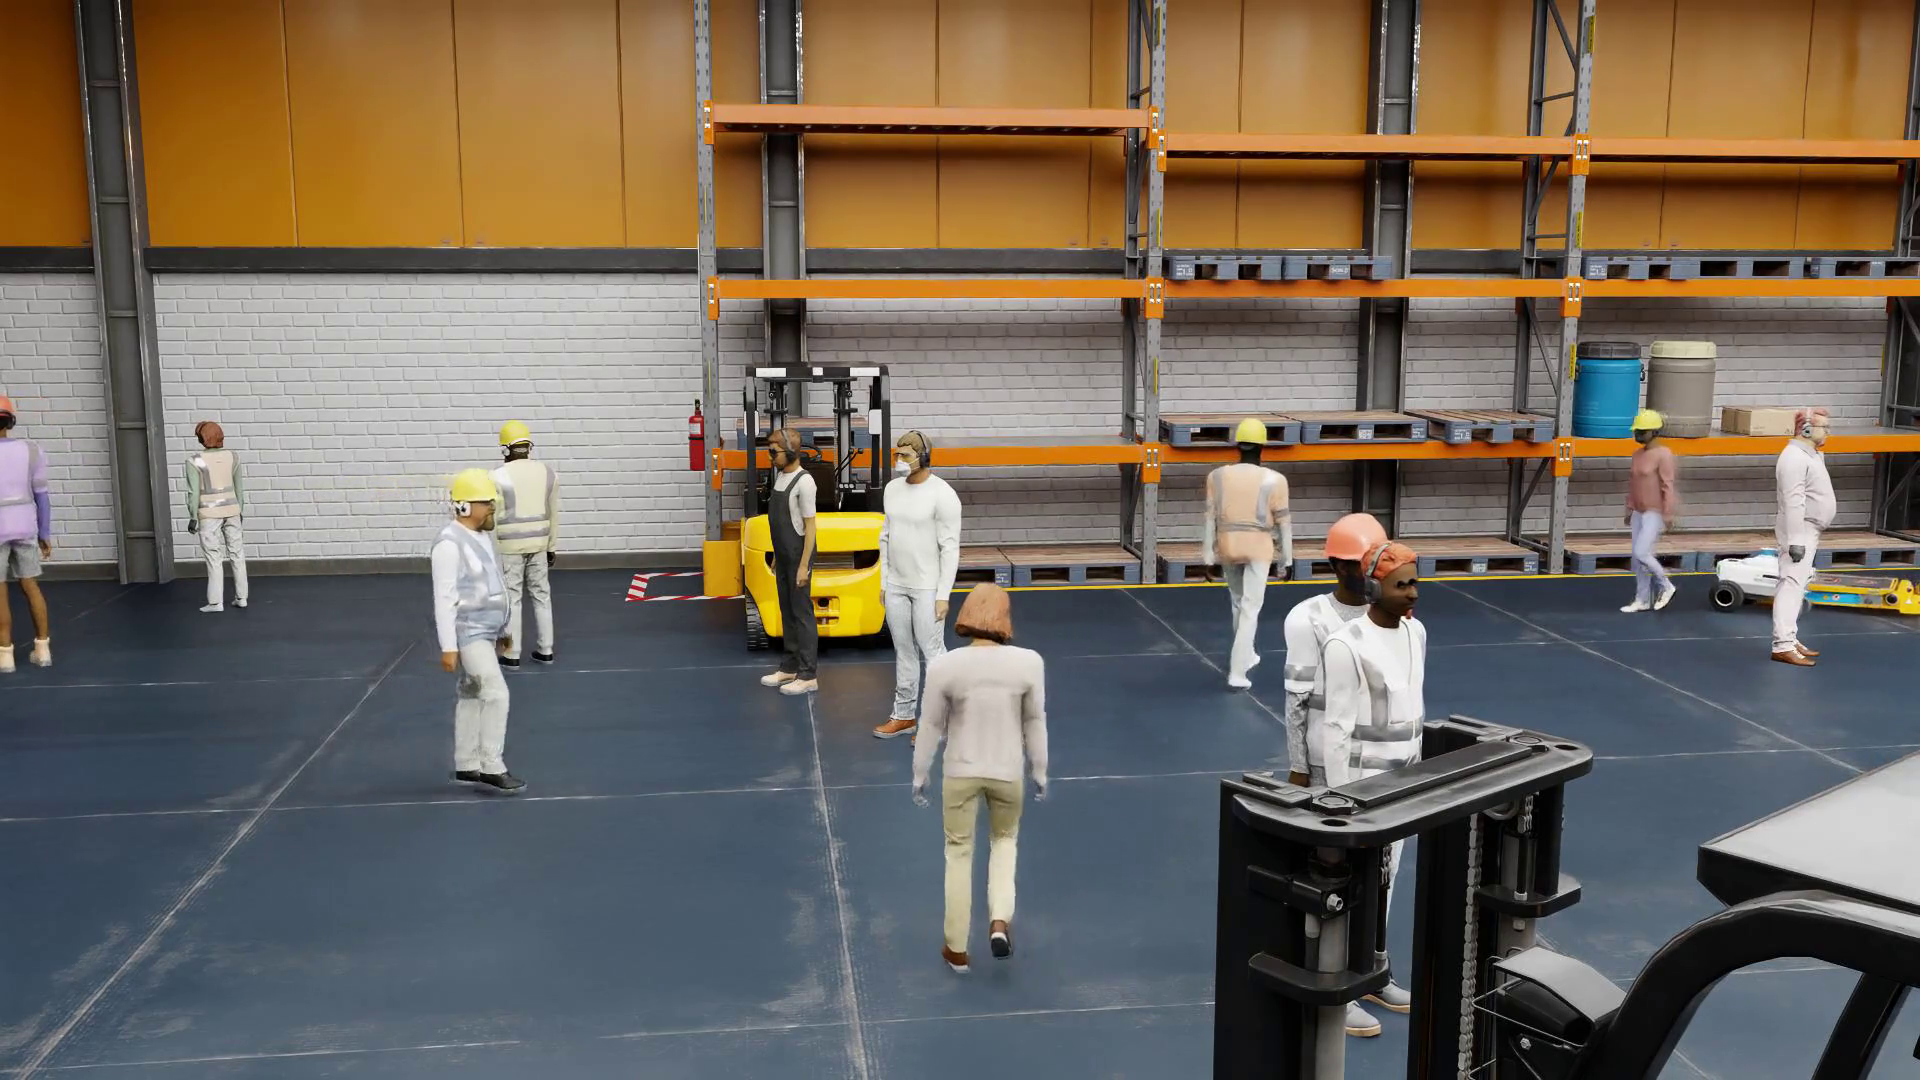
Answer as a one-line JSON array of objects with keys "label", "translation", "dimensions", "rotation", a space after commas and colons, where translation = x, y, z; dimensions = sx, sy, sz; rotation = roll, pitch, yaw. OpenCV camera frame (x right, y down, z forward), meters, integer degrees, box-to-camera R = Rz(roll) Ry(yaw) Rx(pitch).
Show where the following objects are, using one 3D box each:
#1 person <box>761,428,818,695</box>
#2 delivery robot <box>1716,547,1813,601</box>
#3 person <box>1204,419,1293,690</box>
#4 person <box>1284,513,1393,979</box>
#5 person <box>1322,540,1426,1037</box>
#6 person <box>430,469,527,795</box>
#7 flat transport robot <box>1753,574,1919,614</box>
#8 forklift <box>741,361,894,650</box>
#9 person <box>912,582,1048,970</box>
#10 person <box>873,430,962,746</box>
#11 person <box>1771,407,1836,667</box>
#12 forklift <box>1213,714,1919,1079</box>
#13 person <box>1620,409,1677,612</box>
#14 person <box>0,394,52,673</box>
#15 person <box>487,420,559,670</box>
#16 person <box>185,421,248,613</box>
[{"label": "person", "translation": [-1.163, 0.142, 11.467], "dimensions": [0.344, 1.839, 0.504], "rotation": [-5, 11, -30]}, {"label": "delivery robot", "translation": [6.838, 0.307, 14.134], "dimensions": [0.707, 0.478, 0.477], "rotation": [8, 12, 41]}, {"label": "person", "translation": [2.038, 0.081, 11.741], "dimensions": [0.603, 1.876, 0.968], "rotation": [5, 11, 31]}, {"label": "person", "translation": [1.564, 0.853, 6.721], "dimensions": [0.544, 1.938, 0.357], "rotation": [-4, 10, -23]}, {"label": "person", "translation": [1.593, 0.933, 6.384], "dimensions": [0.584, 1.882, 0.337], "rotation": [-9, 13, -43]}, {"label": "person", "translation": [-2.590, 0.510, 9.223], "dimensions": [0.610, 1.815, 0.620], "rotation": [1, 9, 4]}, {"label": "flat transport robot", "translation": [7.593, 0.442, 14.407], "dimensions": [1.431, 0.197, 0.652], "rotation": [4, 11, 32]}, {"label": "forklift", "translation": [-1.154, -0.340, 13.365], "dimensions": [1.214, 2.155, 2.313], "rotation": [-1, 9, -7]}, {"label": "person", "translation": [0.080, 0.982, 6.898], "dimensions": [0.585, 1.612, 0.376], "rotation": [-1, 9, -5]}, {"label": "person", "translation": [-0.269, 0.294, 10.204], "dimensions": [0.630, 1.940, 0.372], "rotation": [8, 12, 43]}, {"label": "person", "translation": [6.263, -0.036, 12.358], "dimensions": [0.411, 1.910, 0.643], "rotation": [6, 11, 31]}, {"label": "forklift", "translation": [1.441, 1.425, 2.350], "dimensions": [1.214, 2.155, 2.313], "rotation": [-7, 12, -39]}, {"label": "person", "translation": [5.804, -0.232, 14.063], "dimensions": [0.384, 1.749, 0.552], "rotation": [-1, 9, -9]}, {"label": "person", "translation": [-6.941, -0.058, 12.077], "dimensions": [0.388, 2.041, 0.615], "rotation": [6, 11, 35]}, {"label": "person", "translation": [-3.219, 0.037, 12.185], "dimensions": [0.586, 1.824, 0.404], "rotation": [-9, 13, -44]}, {"label": "person", "translation": [-6.332, -0.194, 14.175], "dimensions": [0.314, 1.642, 0.514], "rotation": [6, 11, 34]}]
